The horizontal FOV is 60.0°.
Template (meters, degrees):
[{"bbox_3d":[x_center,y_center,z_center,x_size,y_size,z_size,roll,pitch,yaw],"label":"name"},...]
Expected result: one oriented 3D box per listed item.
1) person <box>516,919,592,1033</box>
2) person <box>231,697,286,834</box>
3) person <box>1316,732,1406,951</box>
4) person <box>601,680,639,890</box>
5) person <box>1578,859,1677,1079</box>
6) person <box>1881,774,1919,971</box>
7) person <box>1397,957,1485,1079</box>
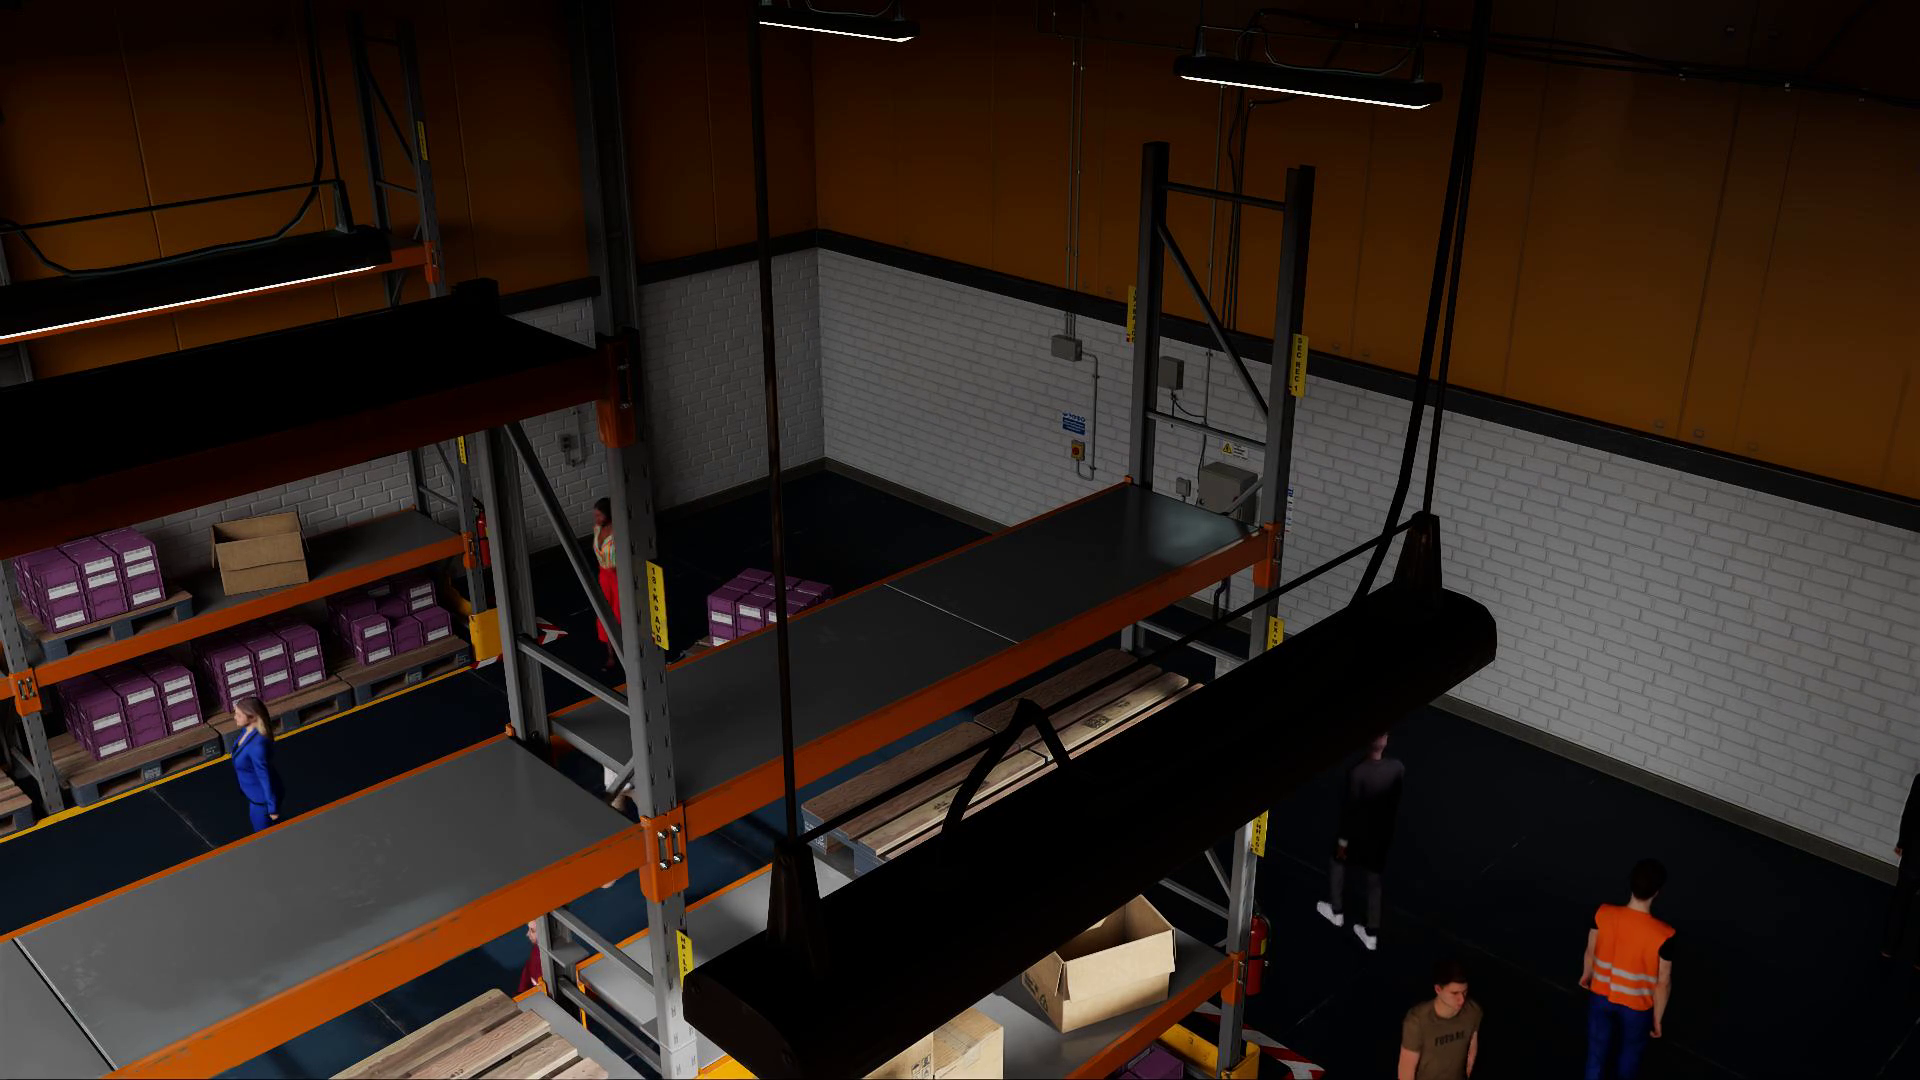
[{"bbox_3d":[-2.367,2.909,10.208,0.999,1.669,0.738,-15,28,-31],"label":"person"},{"bbox_3d":[-5.117,1.904,12.485,0.959,1.686,0.783,-12,26,-25],"label":"person"},{"bbox_3d":[2.938,2.153,11.842,0.899,1.744,0.934,-7,25,-16],"label":"person"},{"bbox_3d":[-2.573,1.876,12.596,0.871,1.649,0.782,20,30,38],"label":"person"},{"bbox_3d":[4.004,2.843,10.117,0.827,1.863,1.014,15,28,30],"label":"person"},{"bbox_3d":[6.852,2.184,11.683,0.589,1.816,0.681,-20,30,-37],"label":"person"},{"bbox_3d":[2.674,3.112,9.556,1.170,1.819,1.113,-6,24,-13],"label":"person"}]
